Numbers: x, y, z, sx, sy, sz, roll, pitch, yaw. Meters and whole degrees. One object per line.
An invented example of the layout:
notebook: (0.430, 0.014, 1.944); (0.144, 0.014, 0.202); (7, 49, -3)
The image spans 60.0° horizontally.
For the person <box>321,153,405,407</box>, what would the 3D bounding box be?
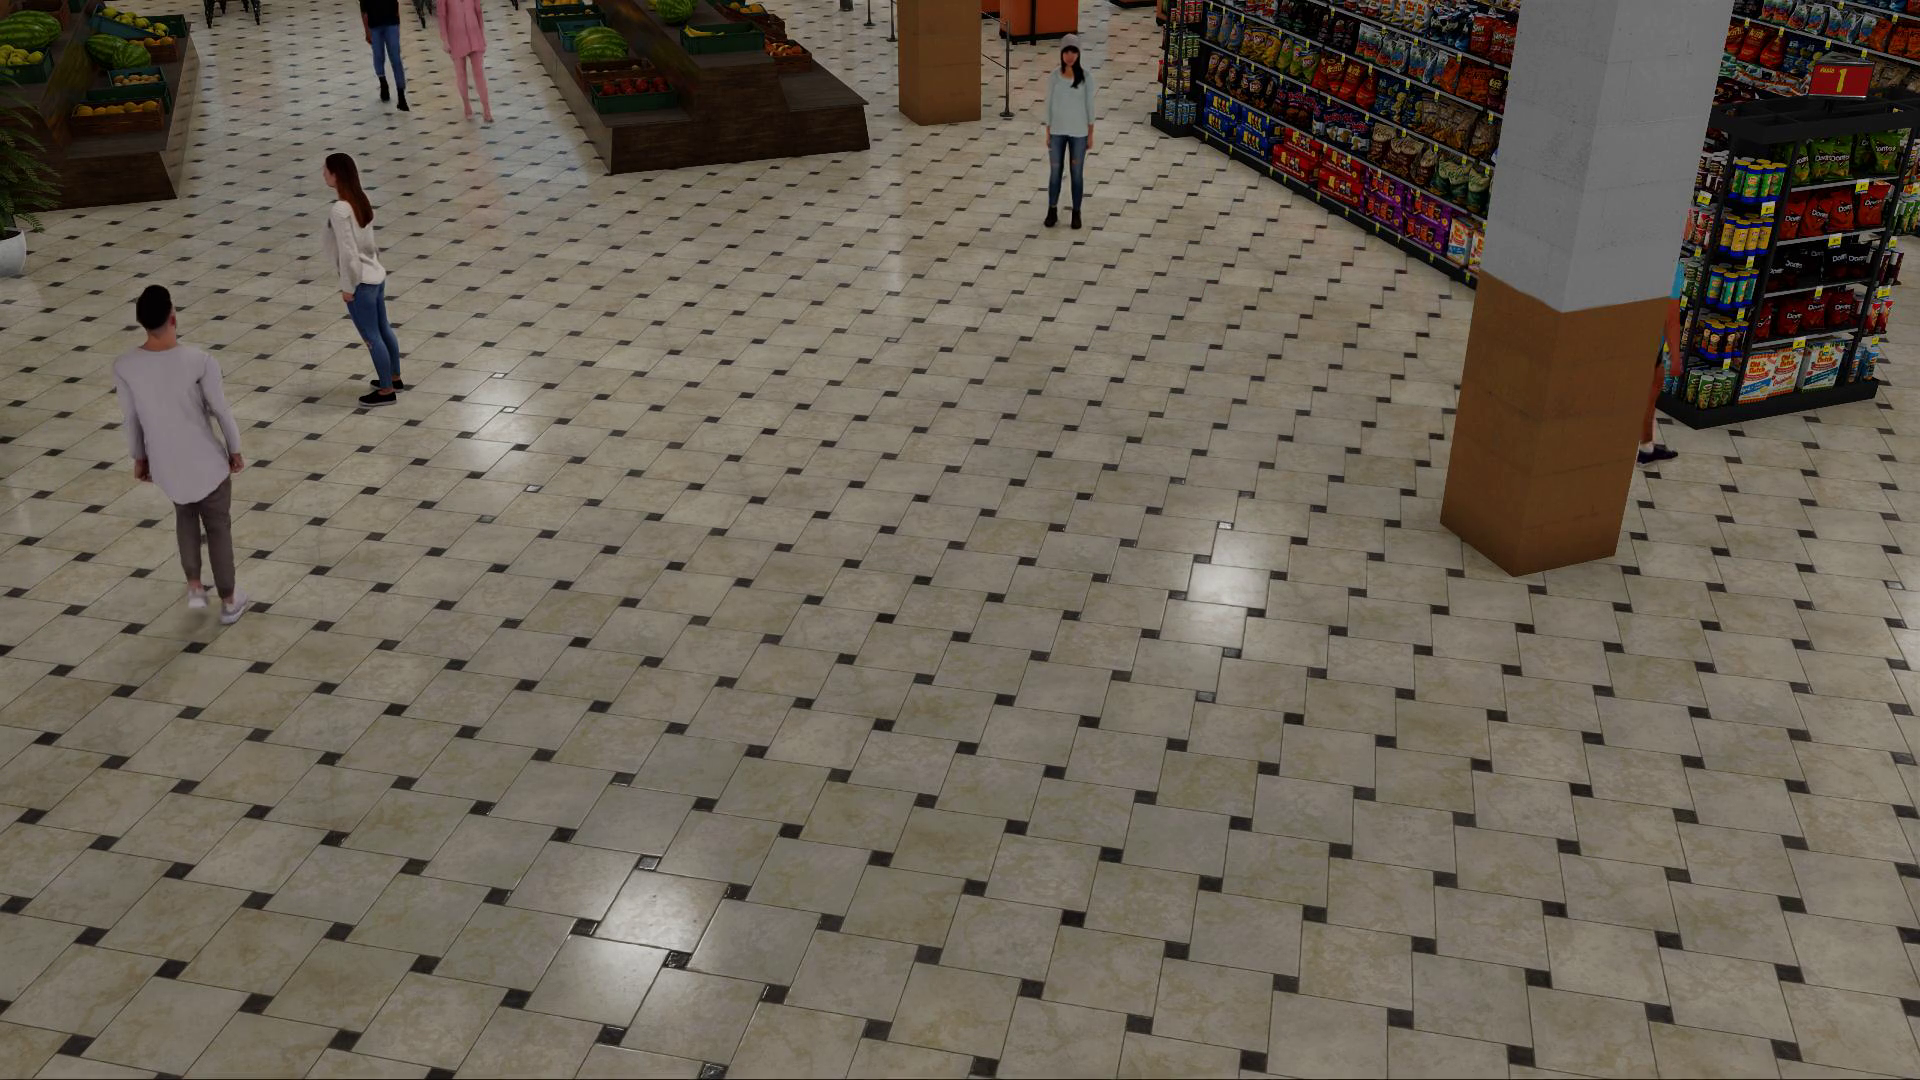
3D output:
person: (-3.941, -1.713, 10.965); (0.757, 1.691, 0.615); (1, 29, 2)

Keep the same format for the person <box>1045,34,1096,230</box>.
person: (0.933, -3.518, 14.319); (0.644, 1.646, 0.653); (5, 29, 9)

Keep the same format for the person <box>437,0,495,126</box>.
person: (-5.204, -5.243, 17.357); (0.736, 1.764, 1.083); (-14, 32, -24)

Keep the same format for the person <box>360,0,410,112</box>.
person: (-6.248, -5.506, 17.949); (0.614, 1.658, 1.185); (-12, 31, -20)

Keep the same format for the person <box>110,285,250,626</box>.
person: (-3.907, -0.377, 8.375); (0.750, 1.829, 0.733); (-4, 29, -8)
